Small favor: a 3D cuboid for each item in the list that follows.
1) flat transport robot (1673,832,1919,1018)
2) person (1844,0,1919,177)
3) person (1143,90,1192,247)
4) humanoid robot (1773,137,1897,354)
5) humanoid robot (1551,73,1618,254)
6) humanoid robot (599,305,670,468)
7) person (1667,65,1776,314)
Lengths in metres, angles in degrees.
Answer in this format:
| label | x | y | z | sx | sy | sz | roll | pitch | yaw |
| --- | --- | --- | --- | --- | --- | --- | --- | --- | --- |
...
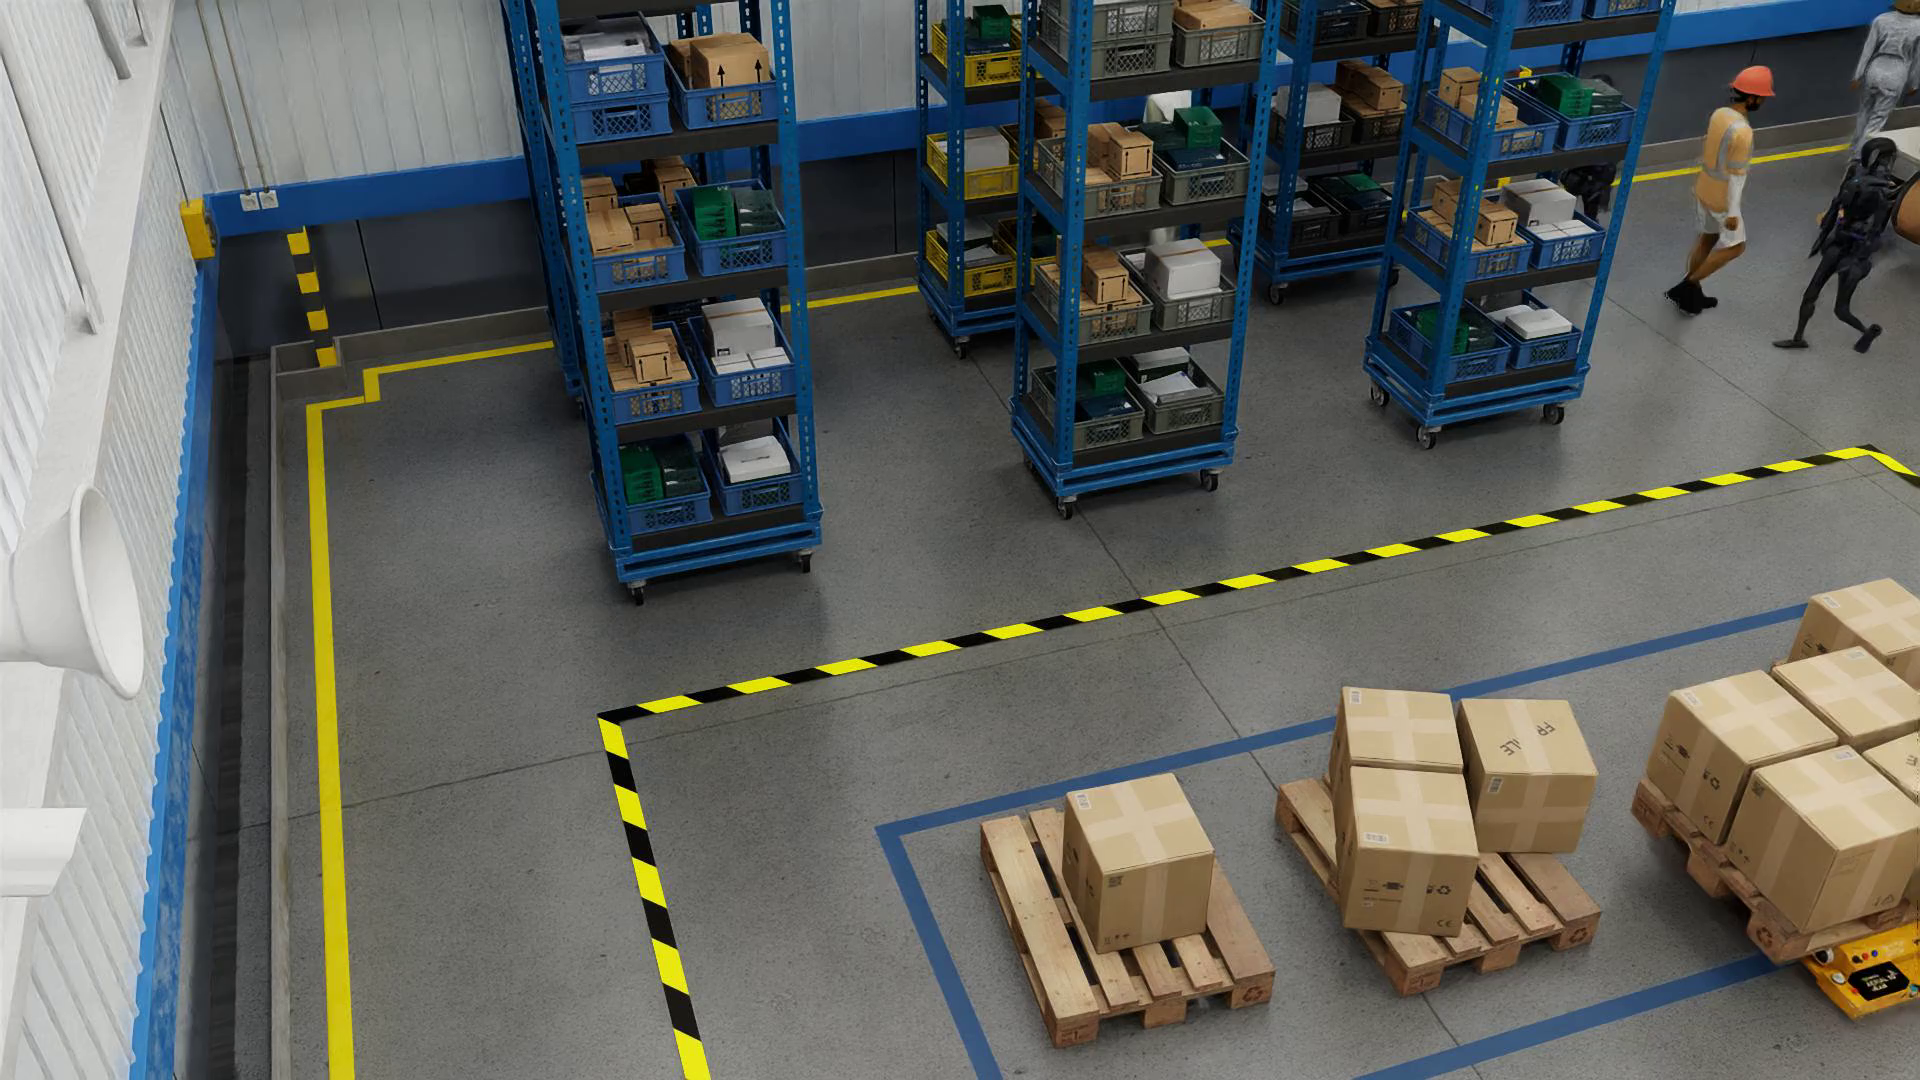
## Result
| label | x | y | z | sx | sy | sz | roll | pitch | yaw |
| --- | --- | --- | --- | --- | --- | --- | --- | --- | --- |
| flat transport robot | 3.957 | 1.560 | 7.819 | 0.652 | 0.197 | 1.431 | -11 | 37 | -15 |
| person | 8.131 | -4.045 | 14.527 | 0.497 | 1.713 | 0.733 | 29 | 45 | 35 |
| person | 1.577 | -2.937 | 12.861 | 0.412 | 1.841 | 0.571 | 19 | 39 | 24 |
| humanoid robot | 6.359 | -2.082 | 11.816 | 0.692 | 1.640 | 0.588 | -4 | 35 | -6 |
| humanoid robot | 4.879 | -2.833 | 12.896 | 0.733 | 1.640 | 0.596 | -18 | 39 | -23 |
| humanoid robot | -2.003 | -1.141 | 10.492 | 0.778 | 1.627 | 0.587 | -4 | 35 | -5 |
| person | 5.609 | -2.535 | 12.209 | 0.407 | 1.919 | 0.577 | 0 | 35 | 0 |
